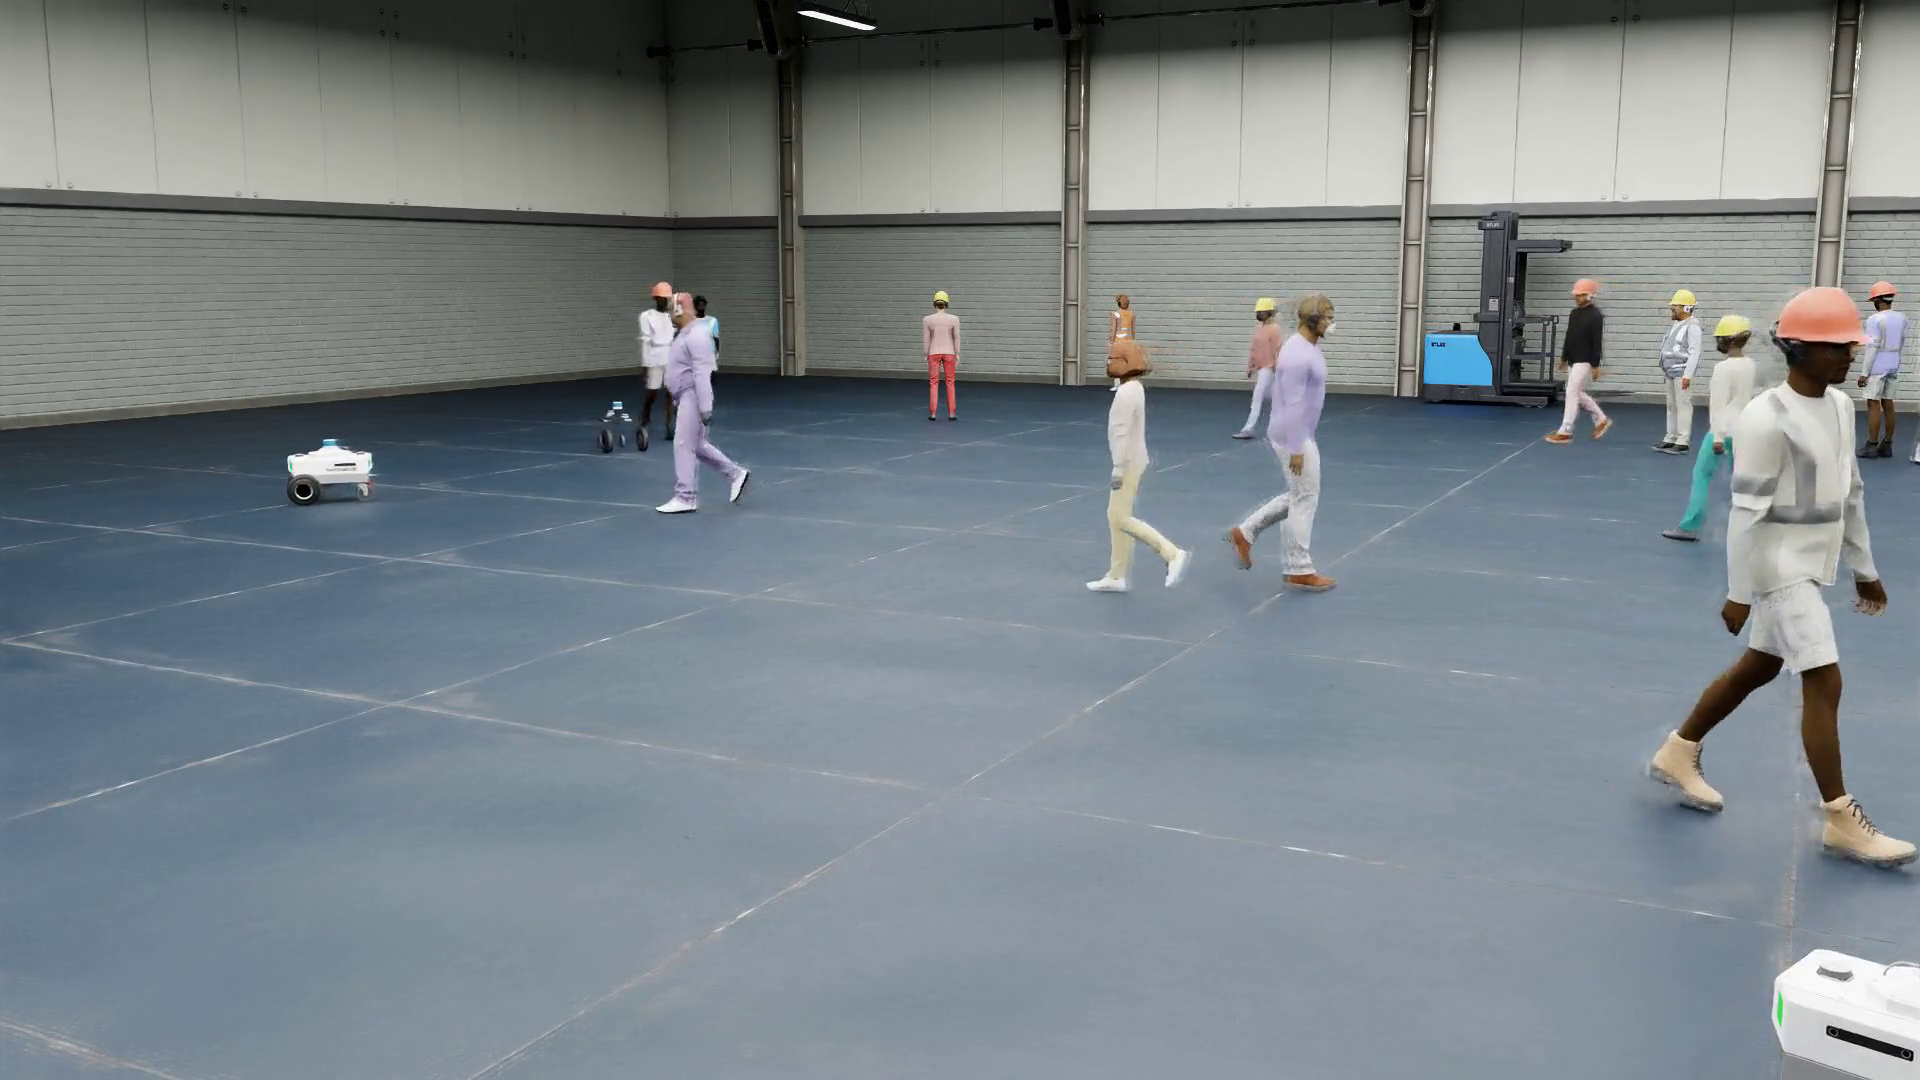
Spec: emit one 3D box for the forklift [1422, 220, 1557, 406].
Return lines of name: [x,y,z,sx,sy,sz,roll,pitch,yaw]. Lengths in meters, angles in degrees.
forklift: [8.245,-3.527,25.720,1.873,2.768,1.129,5,10,27]

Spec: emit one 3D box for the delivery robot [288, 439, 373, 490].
delivery robot: [-5.633,-0.658,14.889,0.707,0.478,0.477,-3,10,-20]

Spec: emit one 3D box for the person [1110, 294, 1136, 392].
person: [2.764,-3.343,28.277,0.514,1.639,0.308,-6,11,-31]

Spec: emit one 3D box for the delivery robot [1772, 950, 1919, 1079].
delivery robot: [2.235,1.149,3.746,0.477,0.478,0.707,-9,13,-43]

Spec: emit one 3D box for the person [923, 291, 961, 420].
person: [-0.254,-2.538,22.915,0.525,1.769,0.309,0,9,-2]

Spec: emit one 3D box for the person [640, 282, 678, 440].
person: [-3.678,-2.198,20.360,0.558,1.922,0.743,-6,11,-32]

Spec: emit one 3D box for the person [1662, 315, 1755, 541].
person: [5.782,-0.813,12.402,0.538,1.726,0.894,-7,11,-35]

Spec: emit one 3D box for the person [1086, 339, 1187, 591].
person: [1.122,-0.459,10.534,0.578,1.619,0.505,2,9,11]

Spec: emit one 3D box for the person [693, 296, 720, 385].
person: [-3.828,-2.770,24.609,0.545,1.677,0.696,-2,10,-14]

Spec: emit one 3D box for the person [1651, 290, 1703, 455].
person: [8.081,-1.890,18.711,0.404,1.833,0.590,0,9,-1]

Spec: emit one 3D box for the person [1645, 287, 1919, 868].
person: [2.979,0.090,6.021,0.624,2.003,1.034,-8,12,-39]

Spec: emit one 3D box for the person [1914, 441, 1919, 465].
person: [10.517,-1.676,17.300,0.962,1.858,0.656,4,10,23]

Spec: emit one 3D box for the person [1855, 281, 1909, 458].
person: [10.110,-1.871,18.304,0.542,1.928,0.374,-4,10,-22]

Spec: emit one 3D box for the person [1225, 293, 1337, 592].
person: [2.104,-0.642,10.778,0.672,1.914,0.659,3,10,19]

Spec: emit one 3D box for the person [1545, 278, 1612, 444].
person: [7.478,-2.155,19.934,0.878,1.968,0.630,-1,9,-5]

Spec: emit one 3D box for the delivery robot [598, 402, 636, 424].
delivery robot: [-3.933,-1.471,19.104,0.335,0.223,0.698,-5,11,-29]

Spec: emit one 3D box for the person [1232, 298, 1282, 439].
person: [3.771,-2.109,20.406,0.906,1.722,0.540,-3,10,-18]

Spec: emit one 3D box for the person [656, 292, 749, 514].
person: [-2.229,-1.190,14.298,0.788,1.869,0.655,-3,10,-17]
